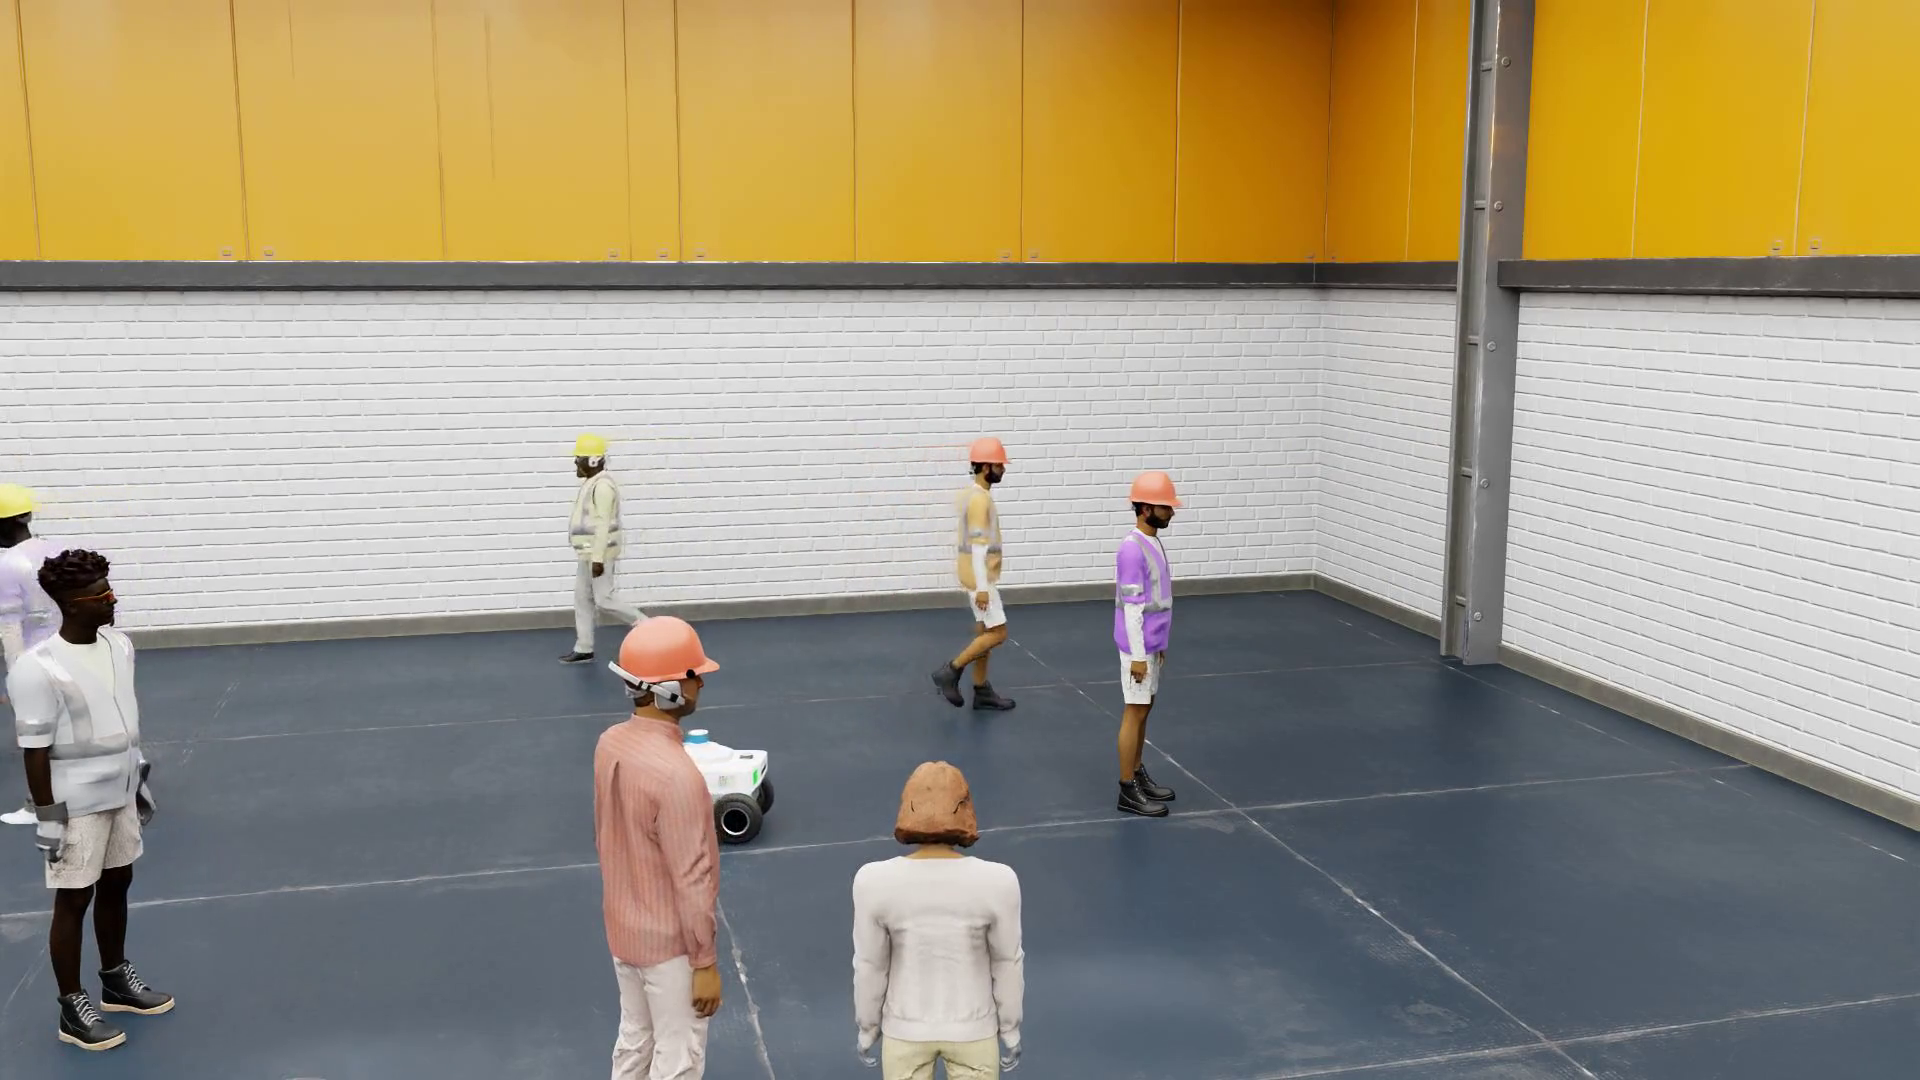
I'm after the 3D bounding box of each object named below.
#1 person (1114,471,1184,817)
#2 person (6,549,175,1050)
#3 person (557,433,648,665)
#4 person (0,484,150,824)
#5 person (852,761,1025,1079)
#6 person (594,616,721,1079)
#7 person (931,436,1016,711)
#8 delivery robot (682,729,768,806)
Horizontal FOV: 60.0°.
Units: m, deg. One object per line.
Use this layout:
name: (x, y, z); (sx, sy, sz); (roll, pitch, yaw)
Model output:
person: (1.060, 0.574, 9.368); (0.368, 1.935, 0.545); (3, 9, 16)
person: (-3.435, 1.003, 6.588); (0.361, 1.965, 0.613); (2, 9, 9)
person: (-2.734, 0.070, 12.893); (0.737, 1.816, 0.586); (-4, 10, -24)
person: (-4.945, 0.631, 9.121); (0.721, 1.903, 0.604); (0, 9, 2)
person: (-0.062, 1.445, 4.868); (0.499, 1.633, 0.282); (0, 9, 2)
person: (-0.911, 1.218, 5.159); (0.378, 1.995, 0.609); (-7, 11, -36)
person: (0.119, 0.250, 11.422); (0.496, 1.925, 0.573); (0, 9, -1)
delivery robot: (-1.413, 1.272, 9.014); (0.707, 0.478, 0.477); (0, 9, 2)
